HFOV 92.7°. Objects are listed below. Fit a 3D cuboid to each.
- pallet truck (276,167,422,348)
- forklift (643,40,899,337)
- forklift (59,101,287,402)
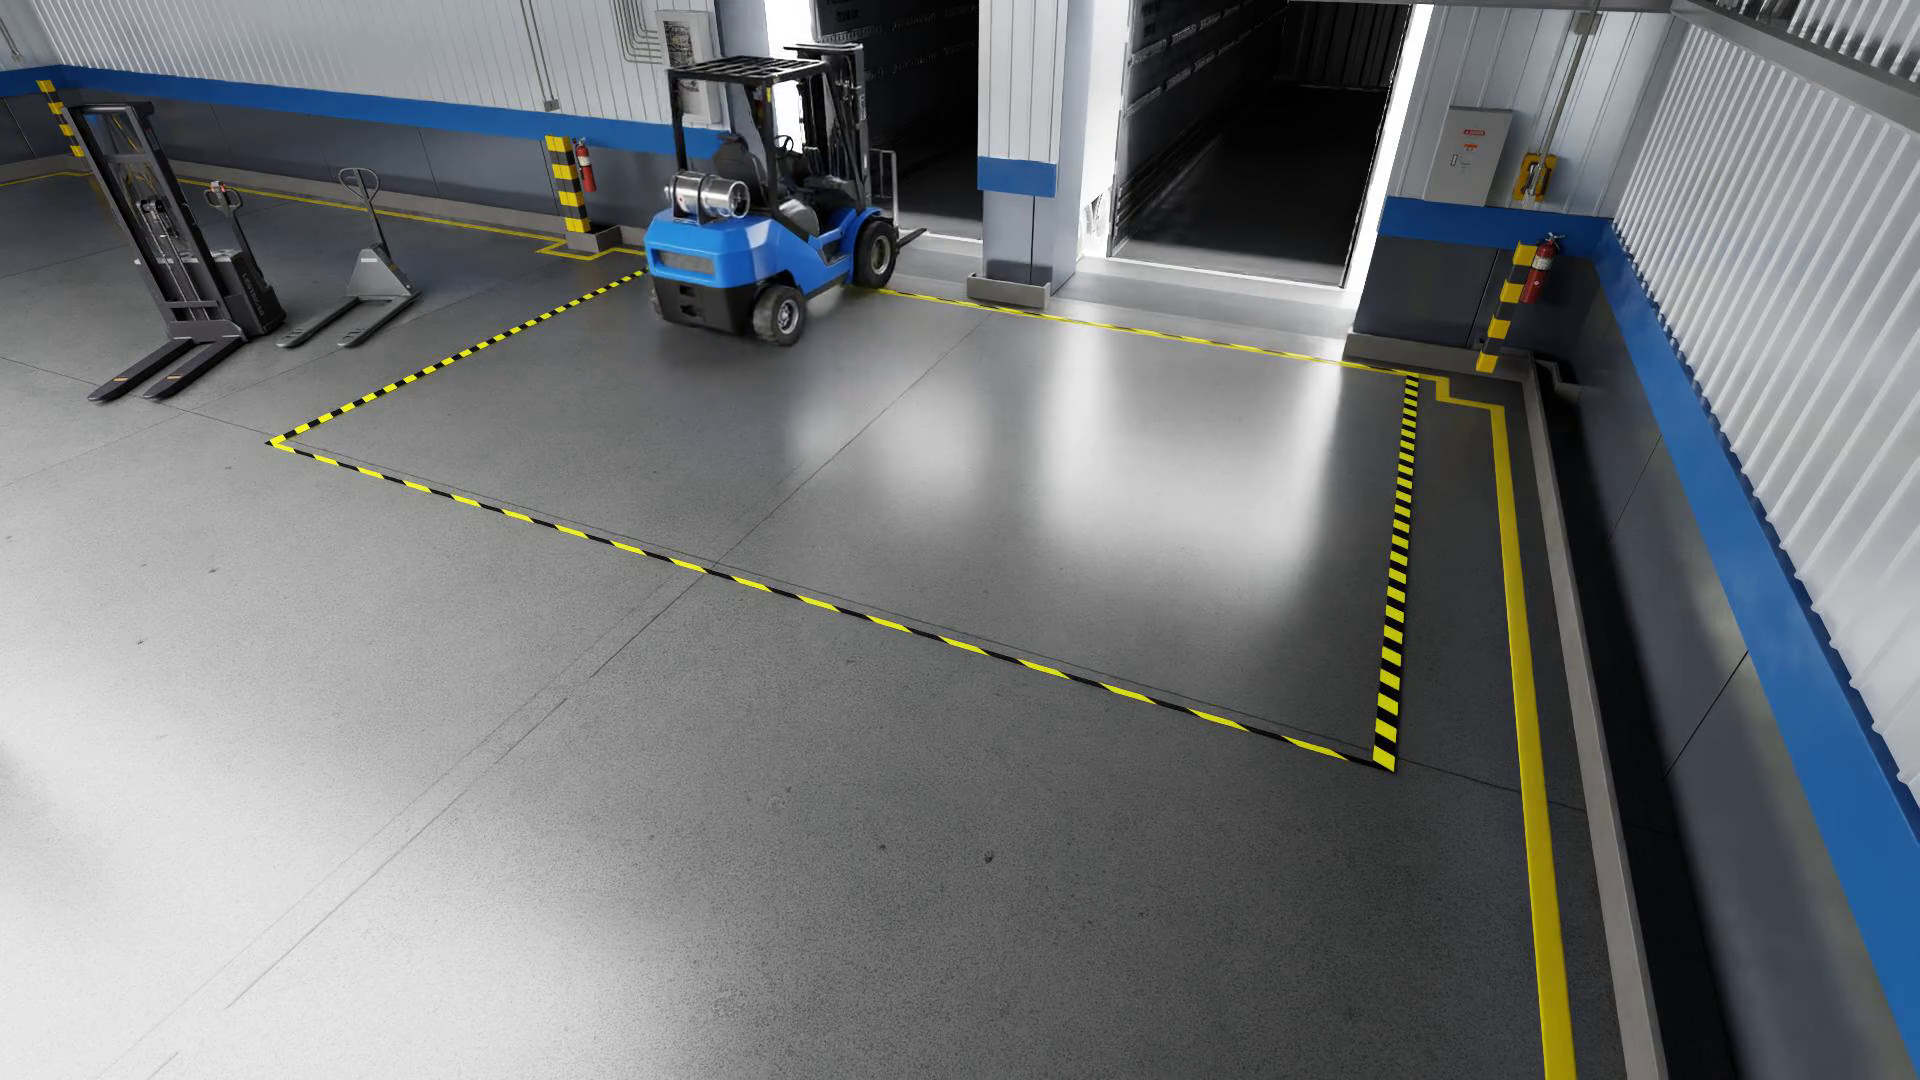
[{"bbox_3d":[-5.732,-2.611,8.414,0.680,1.201,1.601,-1,35,-1],"label":"pallet truck"},{"bbox_3d":[-1.730,-3.317,8.442,1.157,2.036,2.680,16,38,21],"label":"forklift"},{"bbox_3d":[-6.686,-2.387,7.434,0.823,1.965,1.885,-3,35,-5],"label":"forklift"}]
